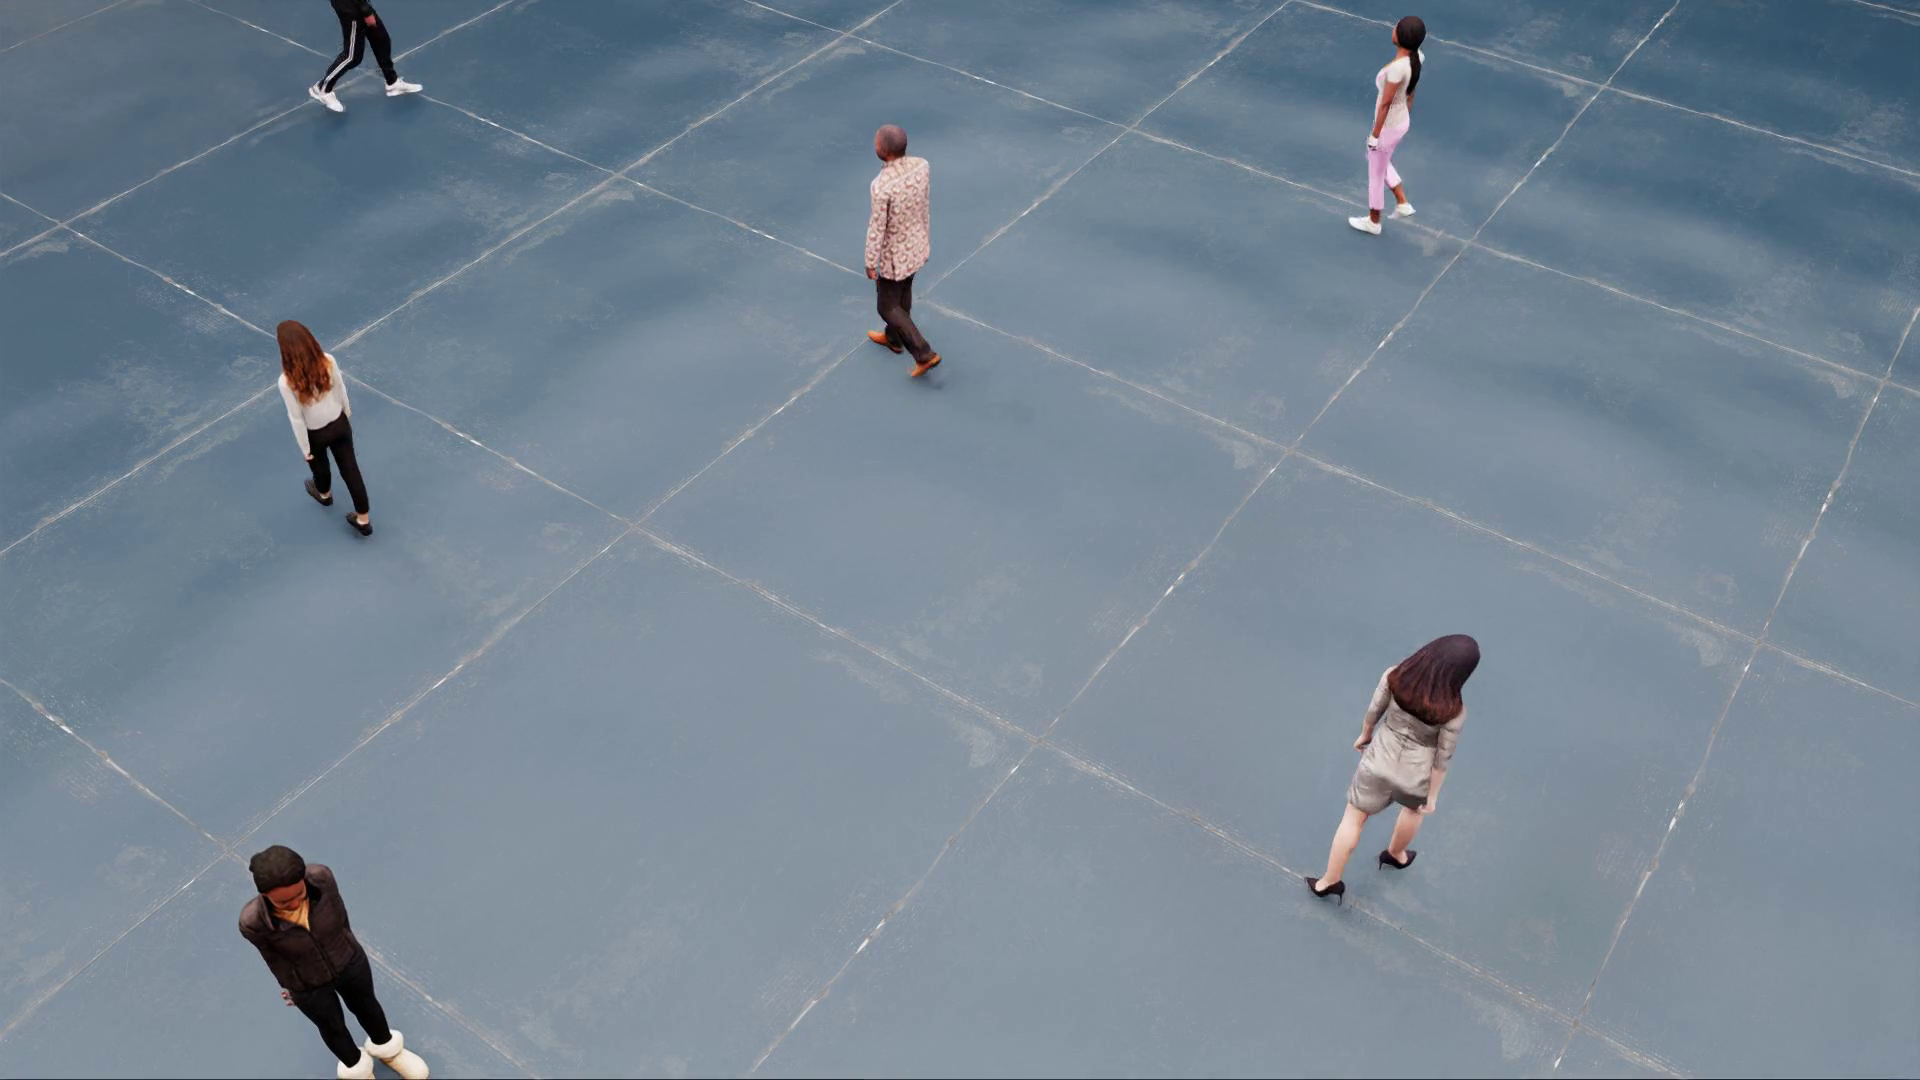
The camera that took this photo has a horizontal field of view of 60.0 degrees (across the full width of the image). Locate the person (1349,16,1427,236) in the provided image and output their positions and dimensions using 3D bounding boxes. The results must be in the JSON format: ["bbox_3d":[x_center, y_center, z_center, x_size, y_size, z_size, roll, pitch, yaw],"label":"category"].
[{"bbox_3d":[3.213,-2.968,12.126,0.688,1.733,0.577,24,48,24],"label":"person"}]

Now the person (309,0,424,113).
[{"bbox_3d":[-5.065,-4.364,13.566,1.158,1.807,1.150,-10,44,-11],"label":"person"}]

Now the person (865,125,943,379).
[{"bbox_3d":[-0.349,-1.859,10.888,0.992,1.802,0.742,28,50,27],"label":"person"}]

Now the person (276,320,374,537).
[{"bbox_3d":[-3.707,-0.621,9.812,0.661,1.461,0.891,-34,53,-31],"label":"person"}]

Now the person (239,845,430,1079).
[{"bbox_3d":[-2.705,1.816,7.057,0.595,1.660,0.655,26,49,25],"label":"person"}]

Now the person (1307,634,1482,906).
[{"bbox_3d":[2.016,1.105,7.782,0.703,1.709,0.693,23,48,23],"label":"person"}]
